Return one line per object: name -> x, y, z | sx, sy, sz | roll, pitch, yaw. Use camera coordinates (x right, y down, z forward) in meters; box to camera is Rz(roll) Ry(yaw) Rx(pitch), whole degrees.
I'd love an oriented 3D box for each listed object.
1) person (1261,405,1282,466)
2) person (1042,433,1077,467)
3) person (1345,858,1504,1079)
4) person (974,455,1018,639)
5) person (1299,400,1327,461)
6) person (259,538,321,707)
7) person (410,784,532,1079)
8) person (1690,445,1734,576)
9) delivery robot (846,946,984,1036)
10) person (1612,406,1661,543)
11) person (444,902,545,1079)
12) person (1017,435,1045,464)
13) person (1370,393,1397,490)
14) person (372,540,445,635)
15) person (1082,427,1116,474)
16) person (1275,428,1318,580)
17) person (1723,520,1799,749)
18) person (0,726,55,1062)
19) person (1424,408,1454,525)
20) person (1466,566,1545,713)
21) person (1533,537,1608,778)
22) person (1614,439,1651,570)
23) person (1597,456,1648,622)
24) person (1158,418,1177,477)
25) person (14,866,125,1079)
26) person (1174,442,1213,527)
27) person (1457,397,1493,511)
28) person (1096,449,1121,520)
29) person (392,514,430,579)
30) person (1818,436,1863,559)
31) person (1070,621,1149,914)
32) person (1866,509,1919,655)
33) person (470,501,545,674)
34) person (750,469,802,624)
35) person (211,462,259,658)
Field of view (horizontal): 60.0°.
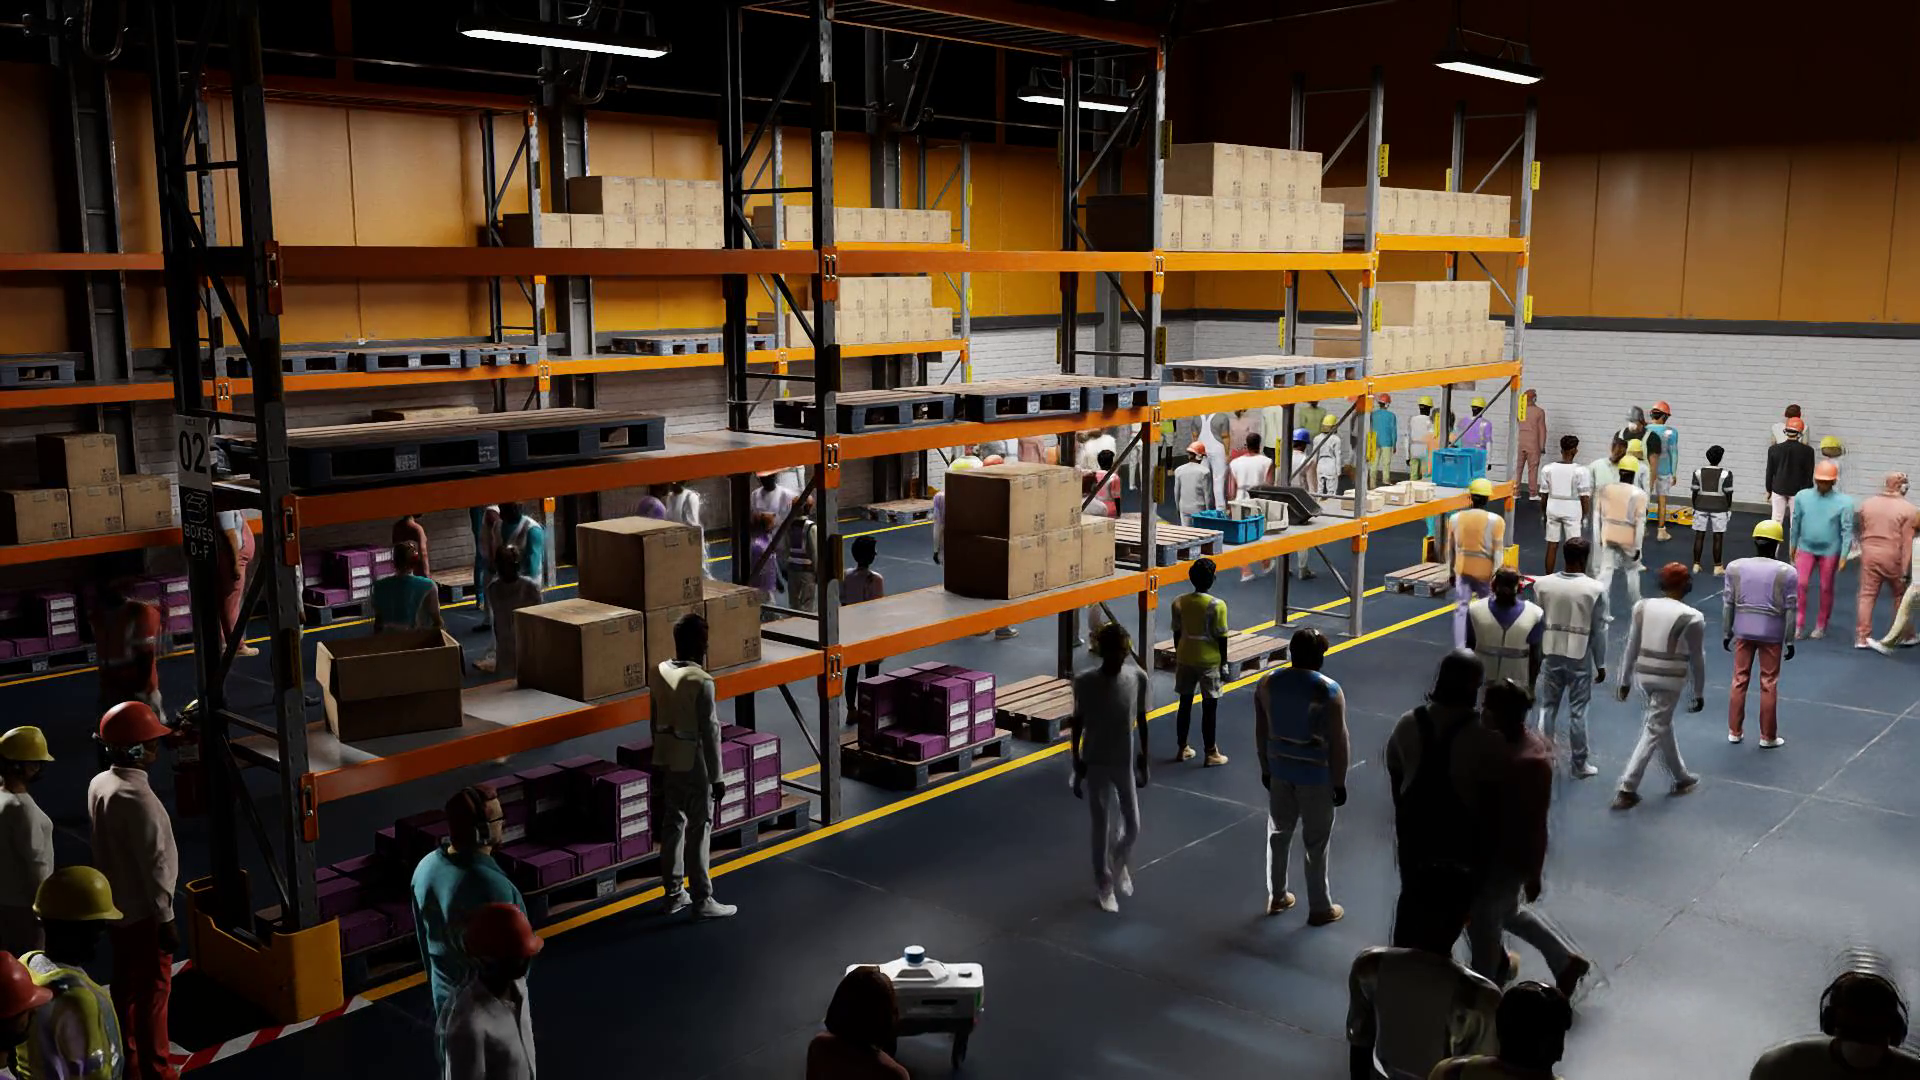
person -> 5.343, -1.594, 27.935 | 0.611, 1.996, 0.378 | 8, 13, 41
person -> 1.370, -0.614, 22.321 | 0.585, 1.917, 0.382 | 8, 13, 41
person -> 1.683, 2.100, 5.994 | 0.603, 1.958, 0.366 | 8, 13, 41
person -> 0.356, 0.072, 17.988 | 0.611, 1.996, 0.378 | 8, 13, 41
person -> 6.432, -1.883, 30.433 | 0.542, 1.733, 0.731 | -2, 10, -11
person -> -6.145, 0.572, 15.212 | 0.542, 1.927, 0.374 | 8, 13, 41
person -> -1.997, 1.957, 6.997 | 0.639, 1.911, 0.406 | 8, 13, 41
person -> 9.769, -0.388, 21.621 | 0.531, 1.698, 0.320 | 8, 13, 41
delivery robot -> -0.231, 2.328, 8.535 | 0.707, 0.478, 0.477 | 0, 10, -2
person -> 9.599, -0.921, 23.785 | 0.688, 2.000, 0.810 | 7, 12, 37
person -> -1.837, 2.172, 6.251 | 0.630, 1.734, 0.575 | 1, 10, 5
person -> 1.117, -1.082, 25.592 | 0.524, 1.760, 0.328 | 8, 13, 41
person -> 7.471, -1.719, 29.396 | 0.563, 1.753, 0.327 | 8, 13, 41
person -> -4.520, 0.907, 13.623 | 0.566, 1.807, 0.978 | 3, 10, 19
person -> 2.097, -0.950, 24.740 | 0.588, 1.790, 0.993 | 5, 11, 26
person -> 4.325, -0.462, 21.353 | 0.604, 1.937, 0.403 | 8, 13, 41
person -> 6.709, 0.786, 13.960 | 0.585, 1.917, 0.382 | 8, 13, 41
person -> -4.679, 1.802, 8.373 | 0.524, 1.760, 0.328 | 8, 13, 41
person -> 7.430, -1.163, 25.957 | 0.509, 1.792, 0.980 | -3, 10, -15
person -> 4.037, 1.097, 12.401 | 0.558, 1.810, 0.841 | 3, 10, 15
person -> 4.805, 0.926, 13.137 | 0.587, 1.913, 0.391 | 8, 13, 41
person -> 8.859, -0.466, 21.952 | 0.484, 1.745, 0.297 | 8, 13, 41
person -> 7.530, -0.017, 18.854 | 0.591, 1.890, 0.919 | 9, 13, 43
person -> 3.896, -2.049, 31.542 | 0.531, 1.698, 0.320 | 8, 13, 41
person -> -3.179, 2.115, 6.026 | 0.585, 1.917, 0.382 | 8, 13, 41
person -> 3.054, -0.409, 21.611 | 0.563, 1.742, 0.339 | 8, 13, 41
person -> 8.197, -1.310, 26.477 | 0.585, 1.917, 0.382 | 8, 13, 41
person -> 1.841, -0.316, 21.207 | 0.531, 1.692, 0.320 | 8, 13, 41
person -> -5.553, 0.369, 16.931 | 0.524, 1.760, 0.328 | 8, 13, 41
person -> 11.956, -0.566, 22.731 | 0.859, 1.713, 0.504 | 4, 10, 21
person -> 0.949, 1.412, 10.417 | 0.535, 1.850, 0.389 | -1, 10, -7
person -> 9.740, 0.456, 16.892 | 0.528, 1.581, 0.864 | -4, 10, -24
person -> -4.420, 0.431, 16.449 | 0.649, 1.783, 0.983 | 5, 11, 27
person -> -2.084, -0.008, 18.783 | 0.538, 1.905, 0.947 | 2, 10, 14
person -> -7.561, 0.187, 17.166 | 0.674, 2.000, 0.535 | 8, 13, 41
